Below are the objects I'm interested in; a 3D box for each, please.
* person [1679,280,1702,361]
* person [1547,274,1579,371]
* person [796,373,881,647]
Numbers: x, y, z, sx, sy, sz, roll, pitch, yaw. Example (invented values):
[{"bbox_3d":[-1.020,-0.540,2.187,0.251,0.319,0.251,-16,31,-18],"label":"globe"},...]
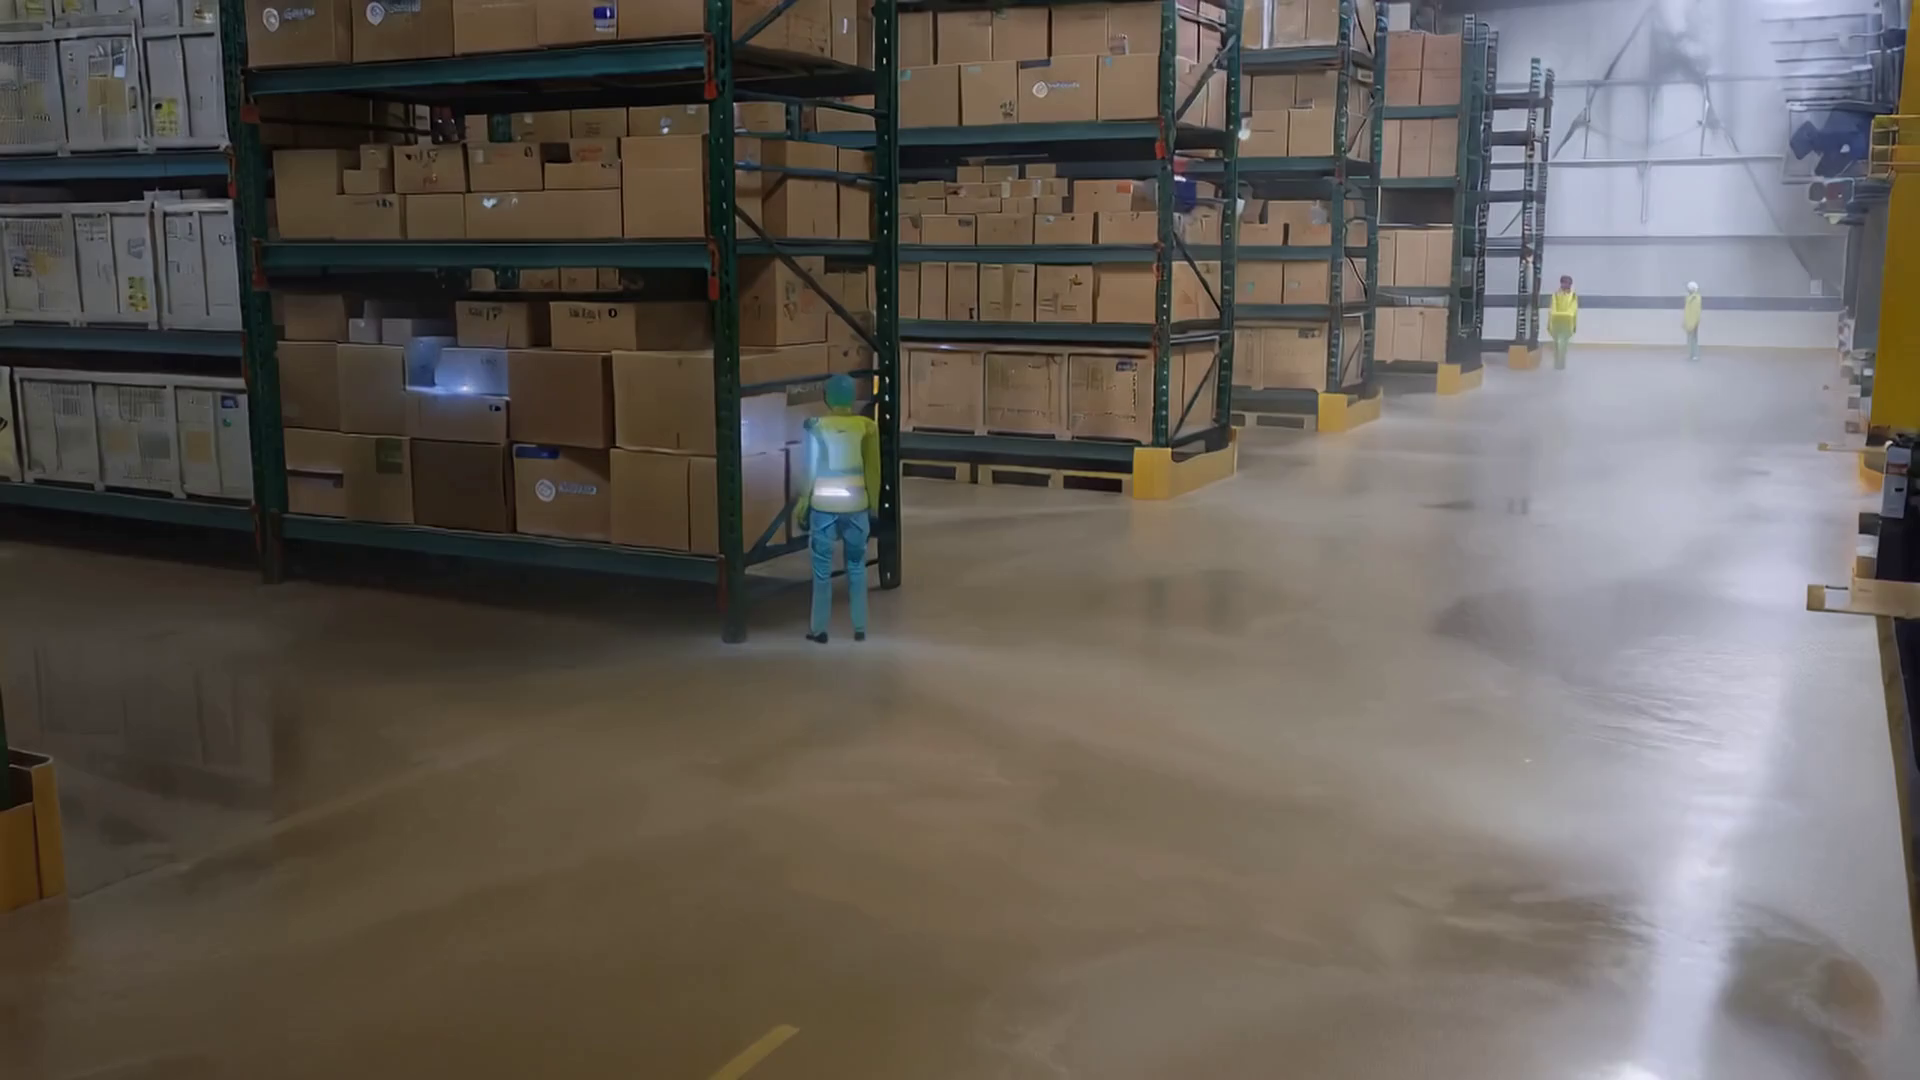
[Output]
[{"bbox_3d":[15.757,-4.722,35.882,0.357,1.742,0.563,0,10,-2],"label":"person"},{"bbox_3d":[11.988,-4.326,33.073,0.567,1.922,0.638,5,11,28],"label":"person"},{"bbox_3d":[-0.715,-0.177,9.889,0.526,1.632,0.312,-4,11,-22],"label":"person"}]
